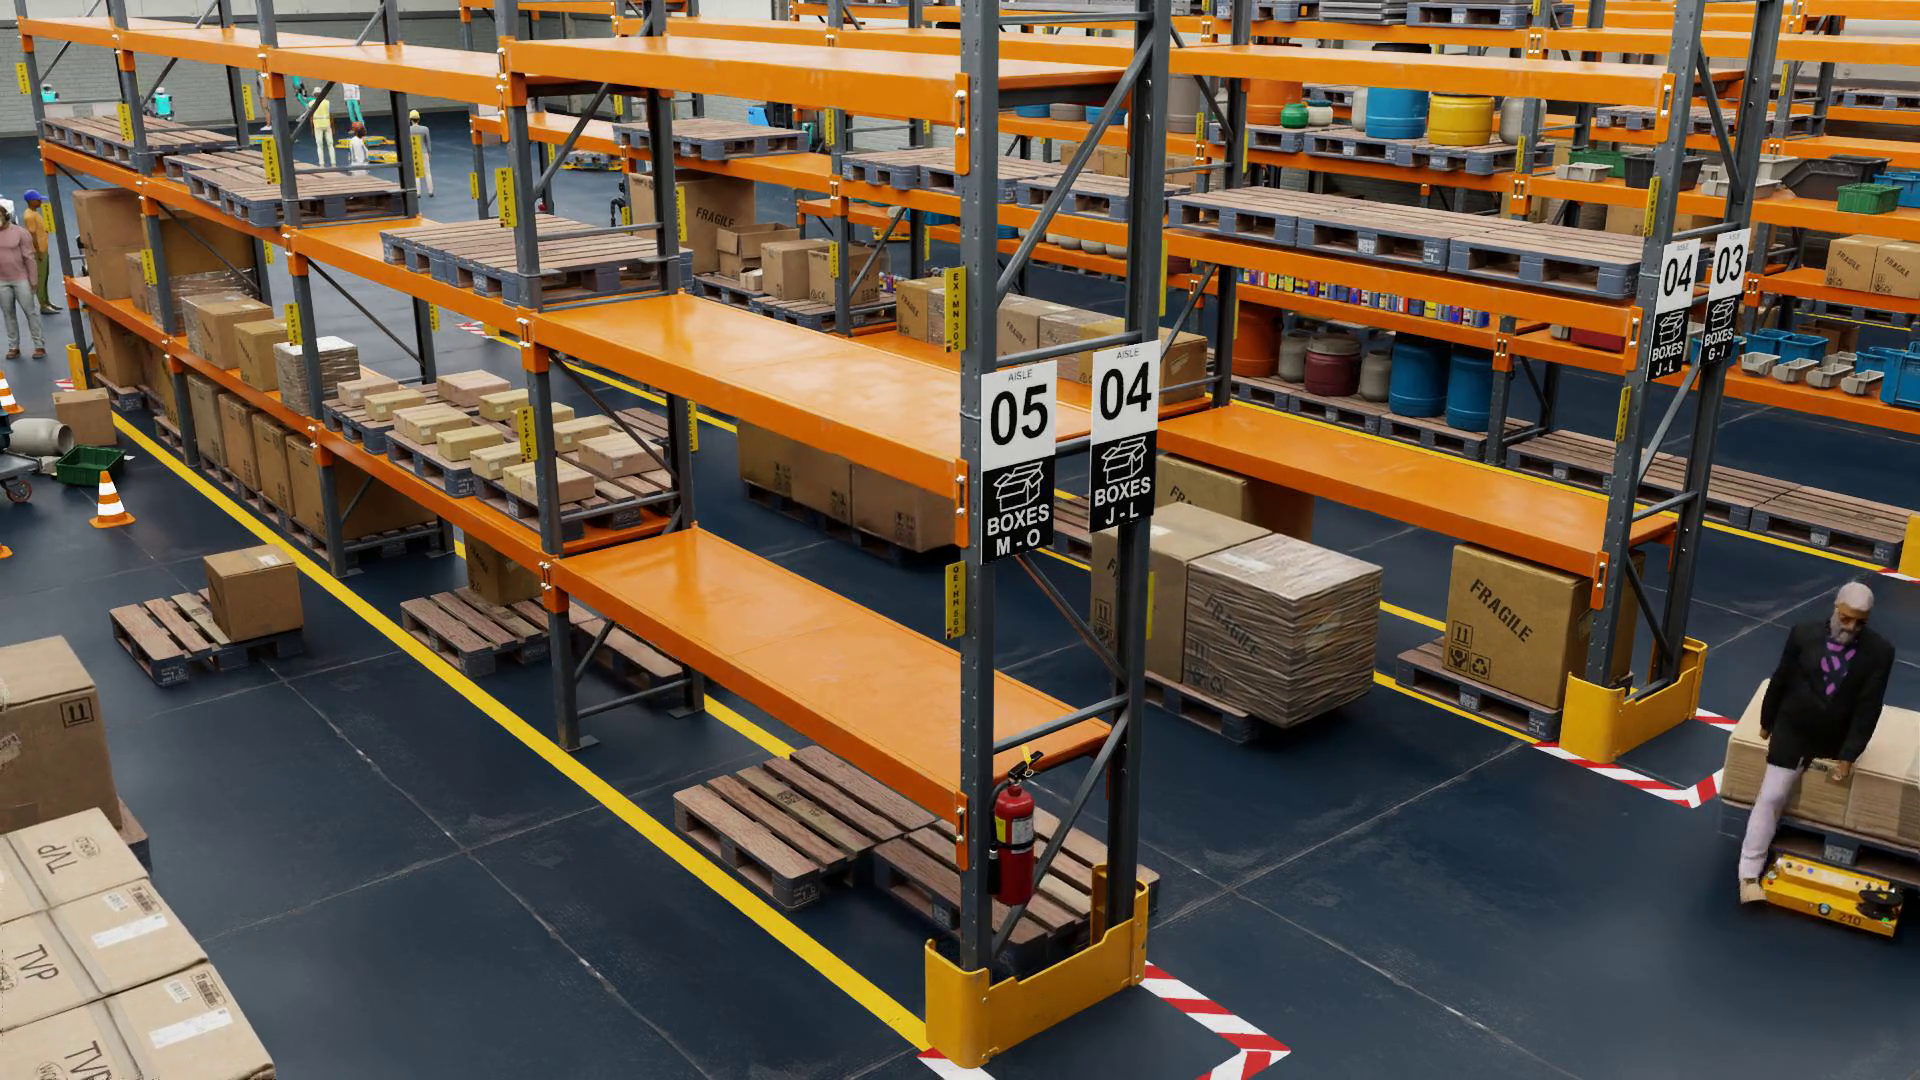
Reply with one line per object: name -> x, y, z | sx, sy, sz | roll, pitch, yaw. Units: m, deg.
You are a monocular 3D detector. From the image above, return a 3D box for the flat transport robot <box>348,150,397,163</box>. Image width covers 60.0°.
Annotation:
flat transport robot -> -14.147, -9.320, 40.460 | 1.431, 0.231, 0.659 | 11, 22, 28

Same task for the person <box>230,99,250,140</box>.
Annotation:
person -> -18.108, -10.645, 41.850 | 0.395, 1.848, 0.777 | -3, 20, -7

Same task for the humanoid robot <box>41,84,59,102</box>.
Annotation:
humanoid robot -> -22.486, -10.331, 41.306 | 0.724, 1.902, 0.547 | 18, 26, 42

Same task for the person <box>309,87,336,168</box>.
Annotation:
person -> -14.833, -9.566, 38.716 | 0.523, 1.893, 0.401 | -8, 21, -22

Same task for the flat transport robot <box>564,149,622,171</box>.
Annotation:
flat transport robot -> -8.503, -8.818, 39.032 | 1.431, 0.231, 0.659 | 4, 20, 12

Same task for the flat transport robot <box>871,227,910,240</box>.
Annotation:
flat transport robot -> -1.233, -5.541, 29.706 | 0.659, 0.231, 1.431 | -2, 19, -5

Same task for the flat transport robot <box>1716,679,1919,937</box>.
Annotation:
flat transport robot -> 4.867, 1.689, 9.128 | 0.659, 0.231, 1.431 | 13, 23, 33

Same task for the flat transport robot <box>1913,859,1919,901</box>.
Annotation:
flat transport robot -> 5.387, 1.816, 8.769 | 0.659, 0.231, 1.431 | 5, 20, 15

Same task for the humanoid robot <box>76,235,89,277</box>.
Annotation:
humanoid robot -> -10.263, -3.038, 20.167 | 0.533, 1.677, 0.735 | -15, 24, -37

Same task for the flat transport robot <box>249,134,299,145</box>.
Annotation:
flat transport robot -> -18.368, -10.610, 44.131 | 1.431, 0.231, 0.659 | -2, 19, -6

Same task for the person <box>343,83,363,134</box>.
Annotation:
person -> -17.071, -12.389, 46.735 | 0.480, 1.909, 0.366 | 4, 20, 11

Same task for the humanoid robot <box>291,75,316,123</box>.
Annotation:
humanoid robot -> -19.507, -13.303, 49.650 | 0.556, 1.759, 1.042 | 17, 25, 39

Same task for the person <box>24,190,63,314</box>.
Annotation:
person -> -12.787, -4.017, 23.182 | 0.367, 1.717, 0.457 | -6, 20, -17

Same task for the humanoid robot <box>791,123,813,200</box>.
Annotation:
humanoid robot -> -3.344, -7.772, 34.021 | 0.745, 1.900, 0.551 | -1, 19, -3

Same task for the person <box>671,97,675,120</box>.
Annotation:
person -> -7.344, -10.567, 41.451 | 0.510, 1.963, 0.469 | -6, 20, -16

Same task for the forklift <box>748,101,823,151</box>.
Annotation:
forklift -> -4.526, -11.368, 42.374 | 1.129, 2.768, 1.873 | -15, 24, -37

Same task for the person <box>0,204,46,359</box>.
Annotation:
person -> -11.693, -3.194, 20.531 | 0.623, 1.931, 0.376 | -2, 19, -7

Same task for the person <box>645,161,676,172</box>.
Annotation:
person -> -5.047, -5.955, 28.328 | 0.366, 1.965, 0.607 | 17, 26, 40

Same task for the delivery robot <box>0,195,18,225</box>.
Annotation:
delivery robot -> -17.749, -6.077, 30.801 | 0.499, 0.595, 0.791 | -8, 21, -21

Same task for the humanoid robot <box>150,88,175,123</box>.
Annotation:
humanoid robot -> -19.679, -10.251, 40.946 | 1.049, 1.744, 0.557 | 15, 24, 36

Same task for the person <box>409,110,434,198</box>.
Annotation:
person -> -11.187, -7.969, 34.356 | 0.524, 1.768, 0.324 | -10, 22, -25

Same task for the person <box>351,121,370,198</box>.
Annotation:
person -> -11.311, -6.915, 31.233 | 0.782, 1.859, 0.582 | -7, 20, -18

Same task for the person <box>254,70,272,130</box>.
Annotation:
person -> -19.996, -12.728, 47.733 | 0.401, 1.879, 0.498 | -5, 20, -14

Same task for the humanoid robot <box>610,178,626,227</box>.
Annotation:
humanoid robot -> -4.919, -4.523, 24.664 | 0.599, 1.657, 0.315 | -15, 24, -37

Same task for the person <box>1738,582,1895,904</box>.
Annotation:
person -> 4.451, 1.048, 8.659 | 0.551, 1.789, 0.961 | 10, 22, 27

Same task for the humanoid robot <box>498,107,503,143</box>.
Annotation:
humanoid robot -> -12.369, -11.334, 44.108 | 0.609, 1.625, 0.735 | 8, 21, 22

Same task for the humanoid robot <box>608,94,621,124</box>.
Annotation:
humanoid robot -> -9.278, -11.628, 44.995 | 0.797, 1.638, 0.589 | -5, 20, -15

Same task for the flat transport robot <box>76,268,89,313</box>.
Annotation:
flat transport robot -> -11.578, -3.364, 23.511 | 1.431, 0.231, 0.659 | -1, 19, -3

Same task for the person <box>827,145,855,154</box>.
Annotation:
person -> -2.511, -8.443, 35.723 | 0.586, 1.747, 0.667 | -17, 25, -40

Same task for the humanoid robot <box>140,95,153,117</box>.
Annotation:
humanoid robot -> -19.460, -9.809, 39.744 | 0.601, 1.633, 0.588 | 2, 19, 6

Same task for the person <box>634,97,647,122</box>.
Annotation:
person -> -8.636, -12.068, 45.908 | 0.705, 1.866, 0.488 | -12, 23, -31

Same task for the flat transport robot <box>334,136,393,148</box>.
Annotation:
flat transport robot -> -15.620, -10.408, 43.558 | 0.659, 0.231, 1.431 | 9, 21, 24
